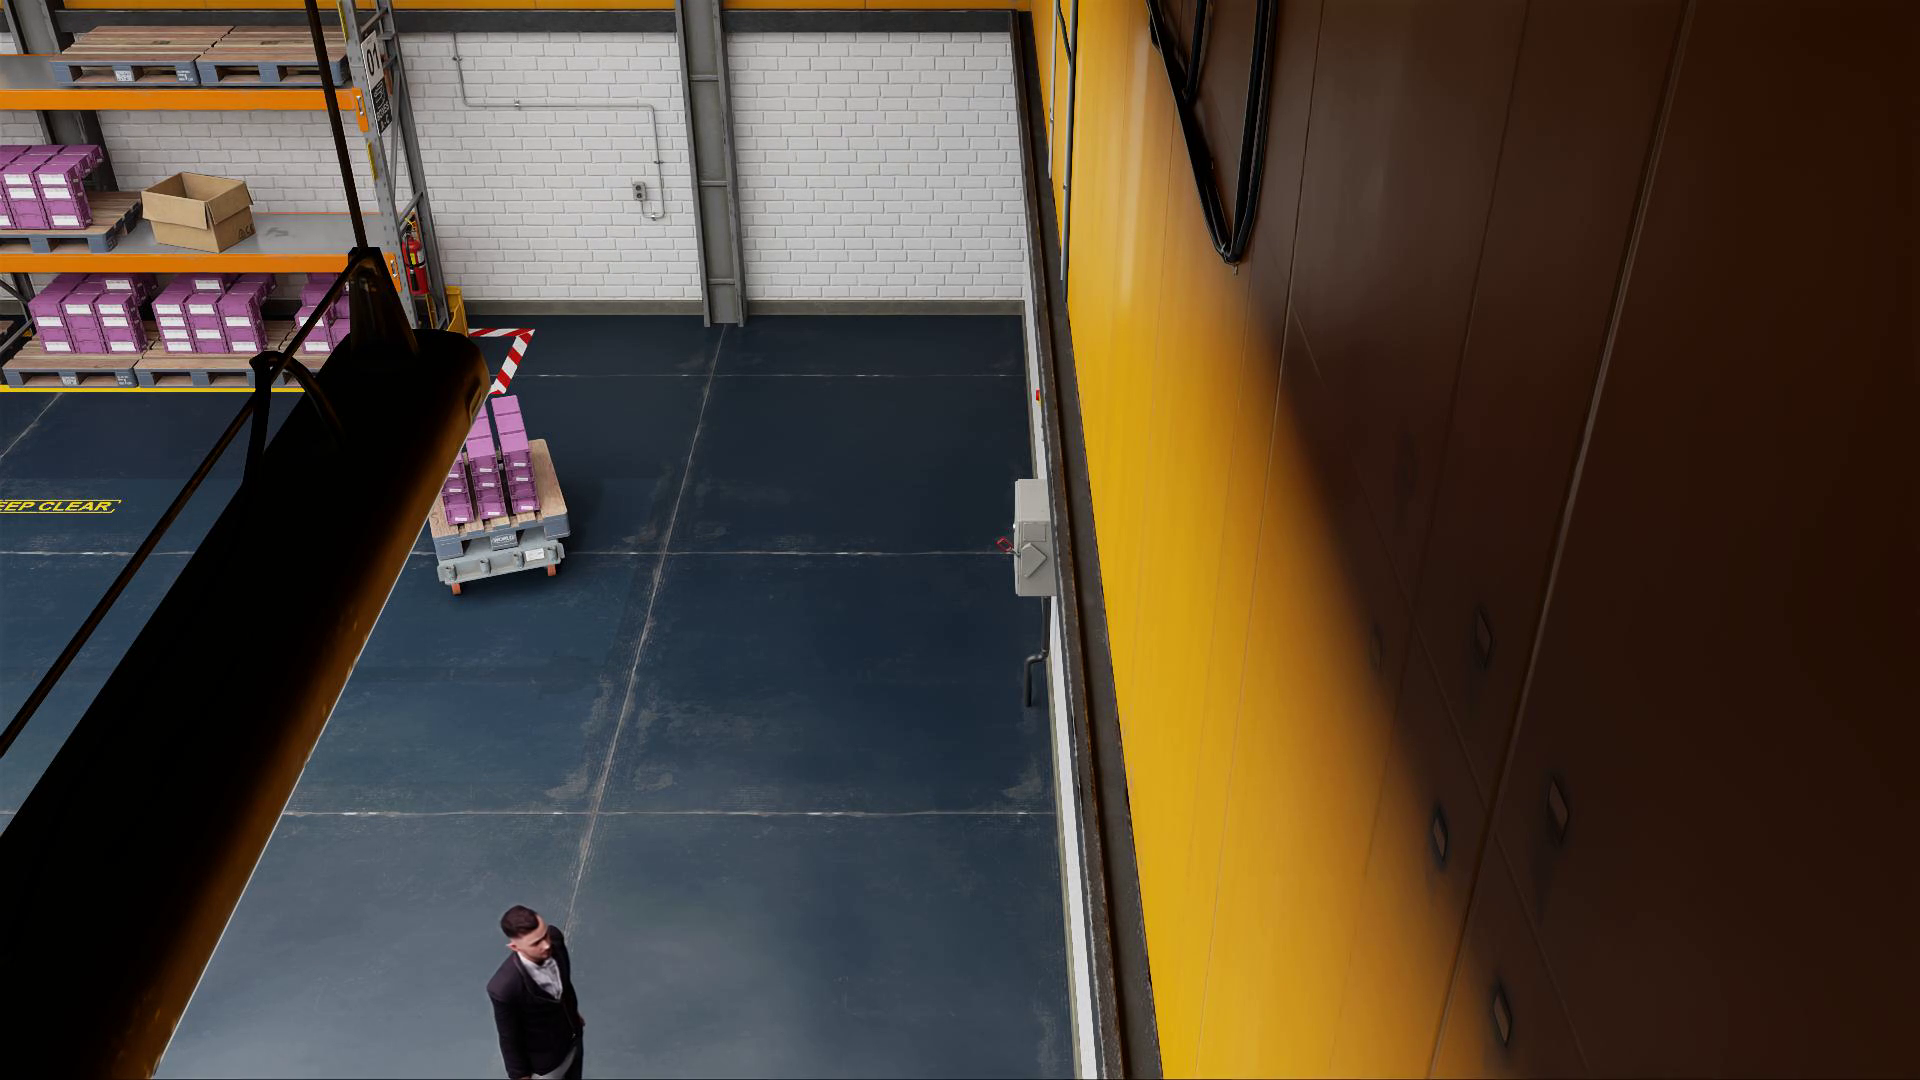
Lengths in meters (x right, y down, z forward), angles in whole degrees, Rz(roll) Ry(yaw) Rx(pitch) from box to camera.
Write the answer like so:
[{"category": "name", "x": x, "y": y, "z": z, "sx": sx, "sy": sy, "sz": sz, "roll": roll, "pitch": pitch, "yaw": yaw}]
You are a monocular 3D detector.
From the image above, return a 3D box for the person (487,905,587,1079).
[{"category": "person", "x": -2.001, "y": 2.433, "z": 8.058, "sx": 0.687, "sy": 1.843, "sz": 0.735, "roll": 13, "pitch": 36, "yaw": 18}]
